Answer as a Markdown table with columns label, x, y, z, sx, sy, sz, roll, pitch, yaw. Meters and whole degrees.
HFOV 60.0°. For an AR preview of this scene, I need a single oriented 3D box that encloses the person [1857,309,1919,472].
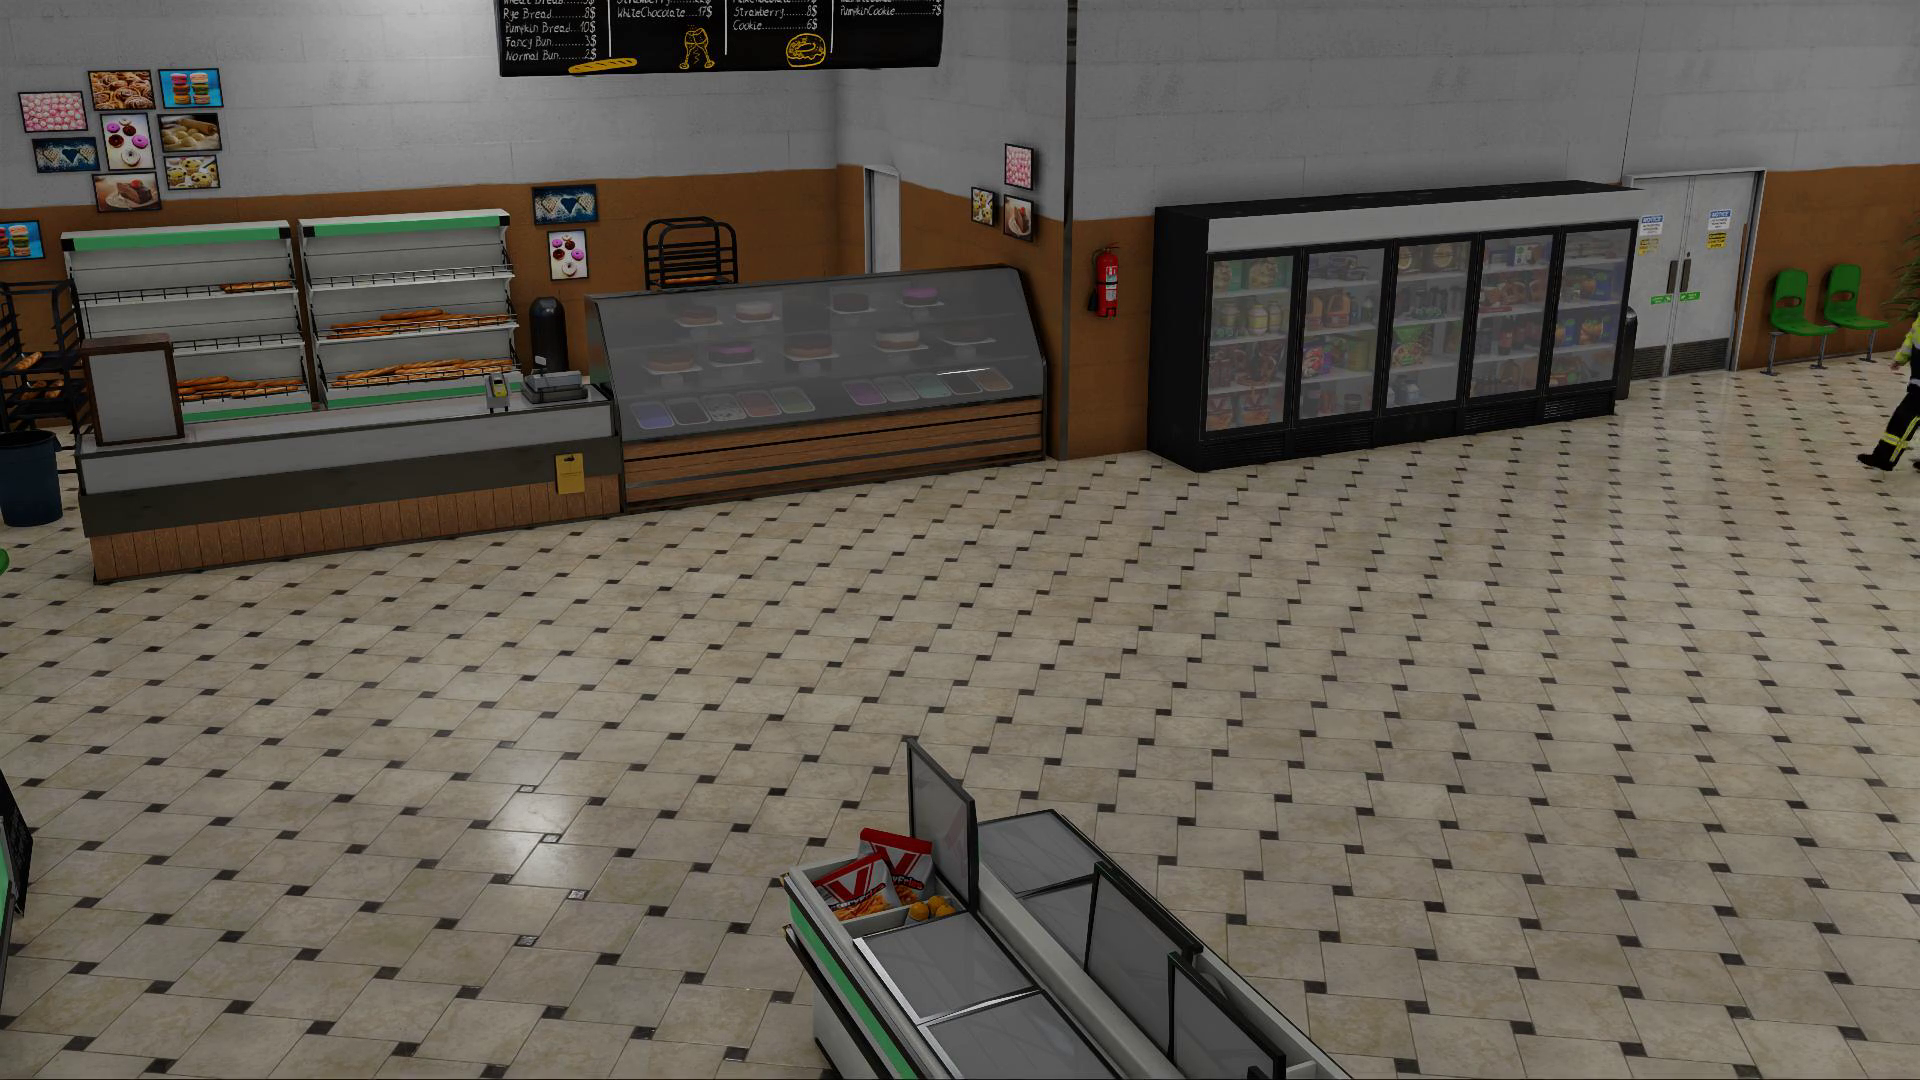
| label | x | y | z | sx | sy | sz | roll | pitch | yaw |
| --- | --- | --- | --- | --- | --- | --- | --- | --- | --- |
| person | 8.810 | -1.529 | 14.864 | 1.205 | 1.945 | 1.178 | 5 | 19 | 14 |
